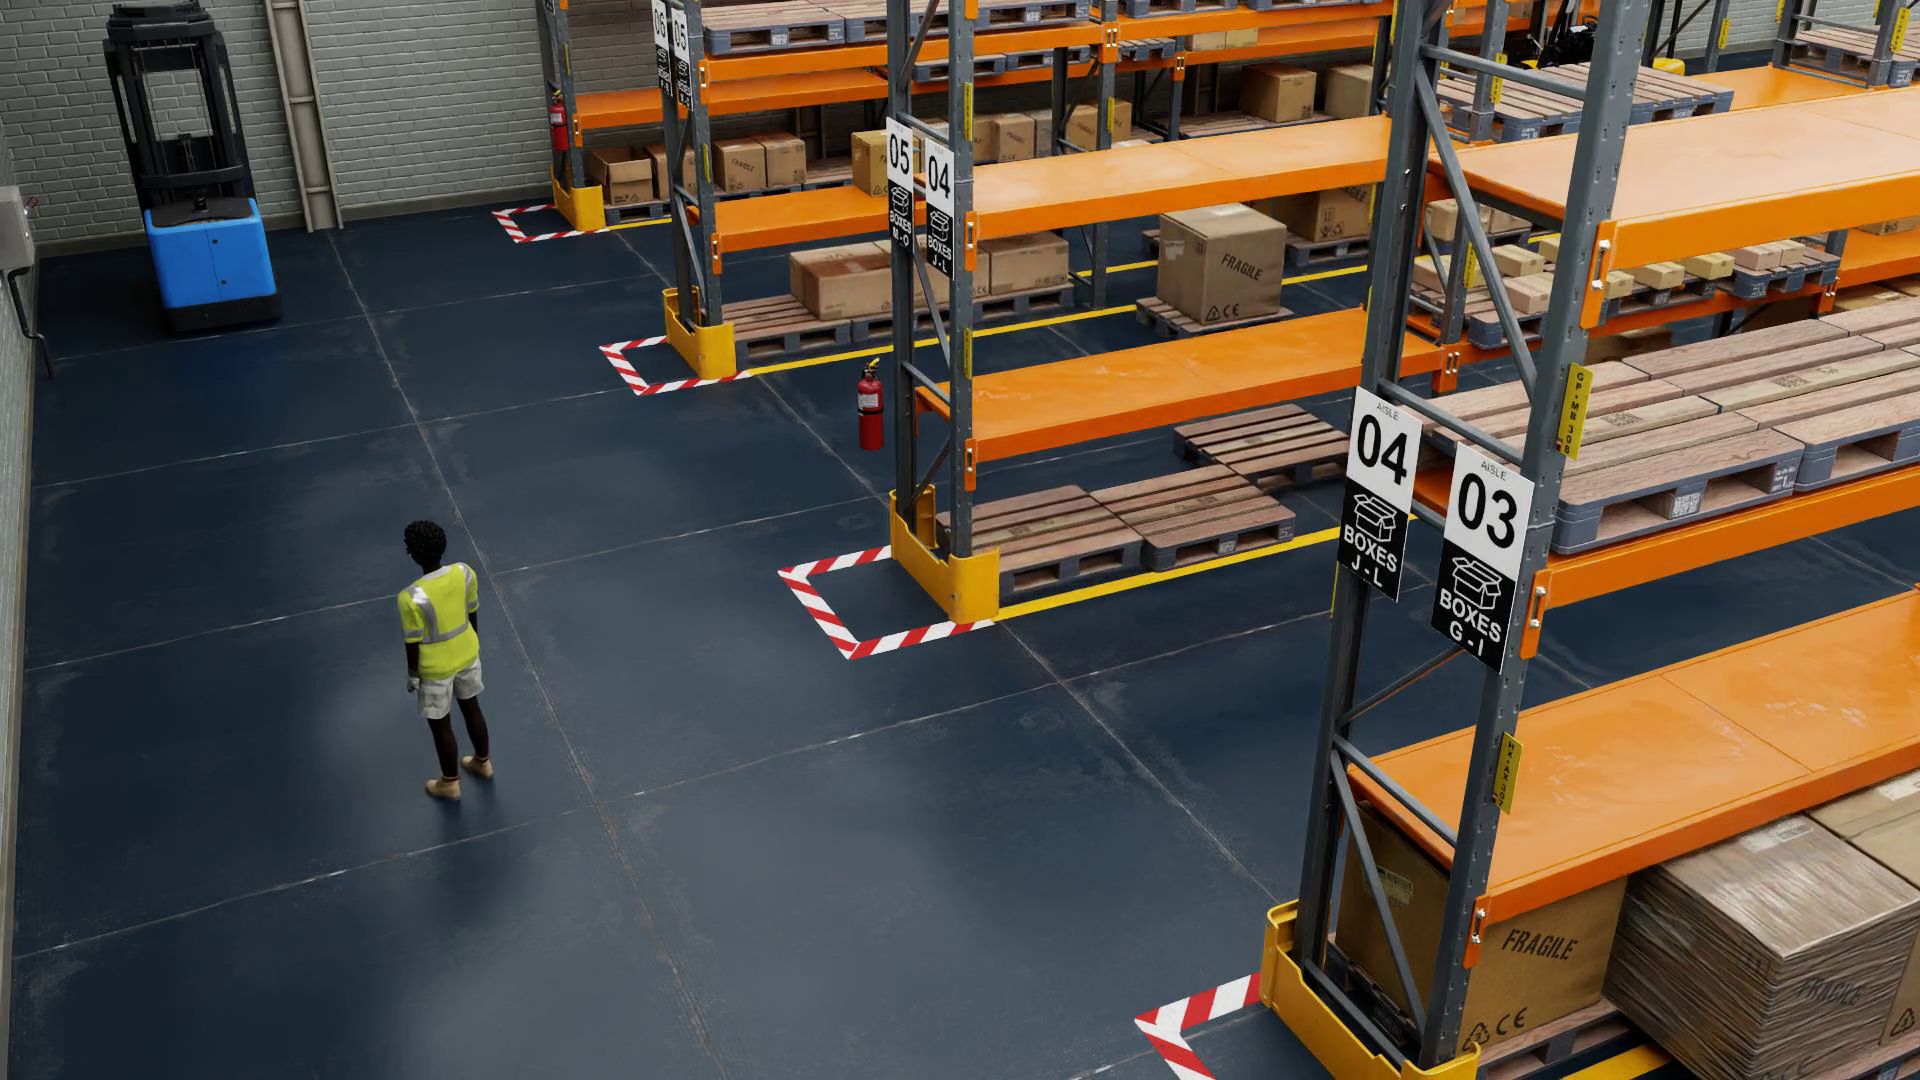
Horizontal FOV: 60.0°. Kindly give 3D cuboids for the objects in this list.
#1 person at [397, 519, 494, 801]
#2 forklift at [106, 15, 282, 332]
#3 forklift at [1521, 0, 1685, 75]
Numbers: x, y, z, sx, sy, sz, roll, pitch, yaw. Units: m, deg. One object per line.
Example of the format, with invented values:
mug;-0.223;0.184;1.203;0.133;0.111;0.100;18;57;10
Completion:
person;-2.869;0.666;9.286;0.321;1.686;0.537;14;31;26
forklift;-7.548;-3.672;16.323;1.129;2.768;1.873;-12;30;-22
forklift;8.950;-6.807;23.056;1.214;2.155;2.313;-12;30;-22
